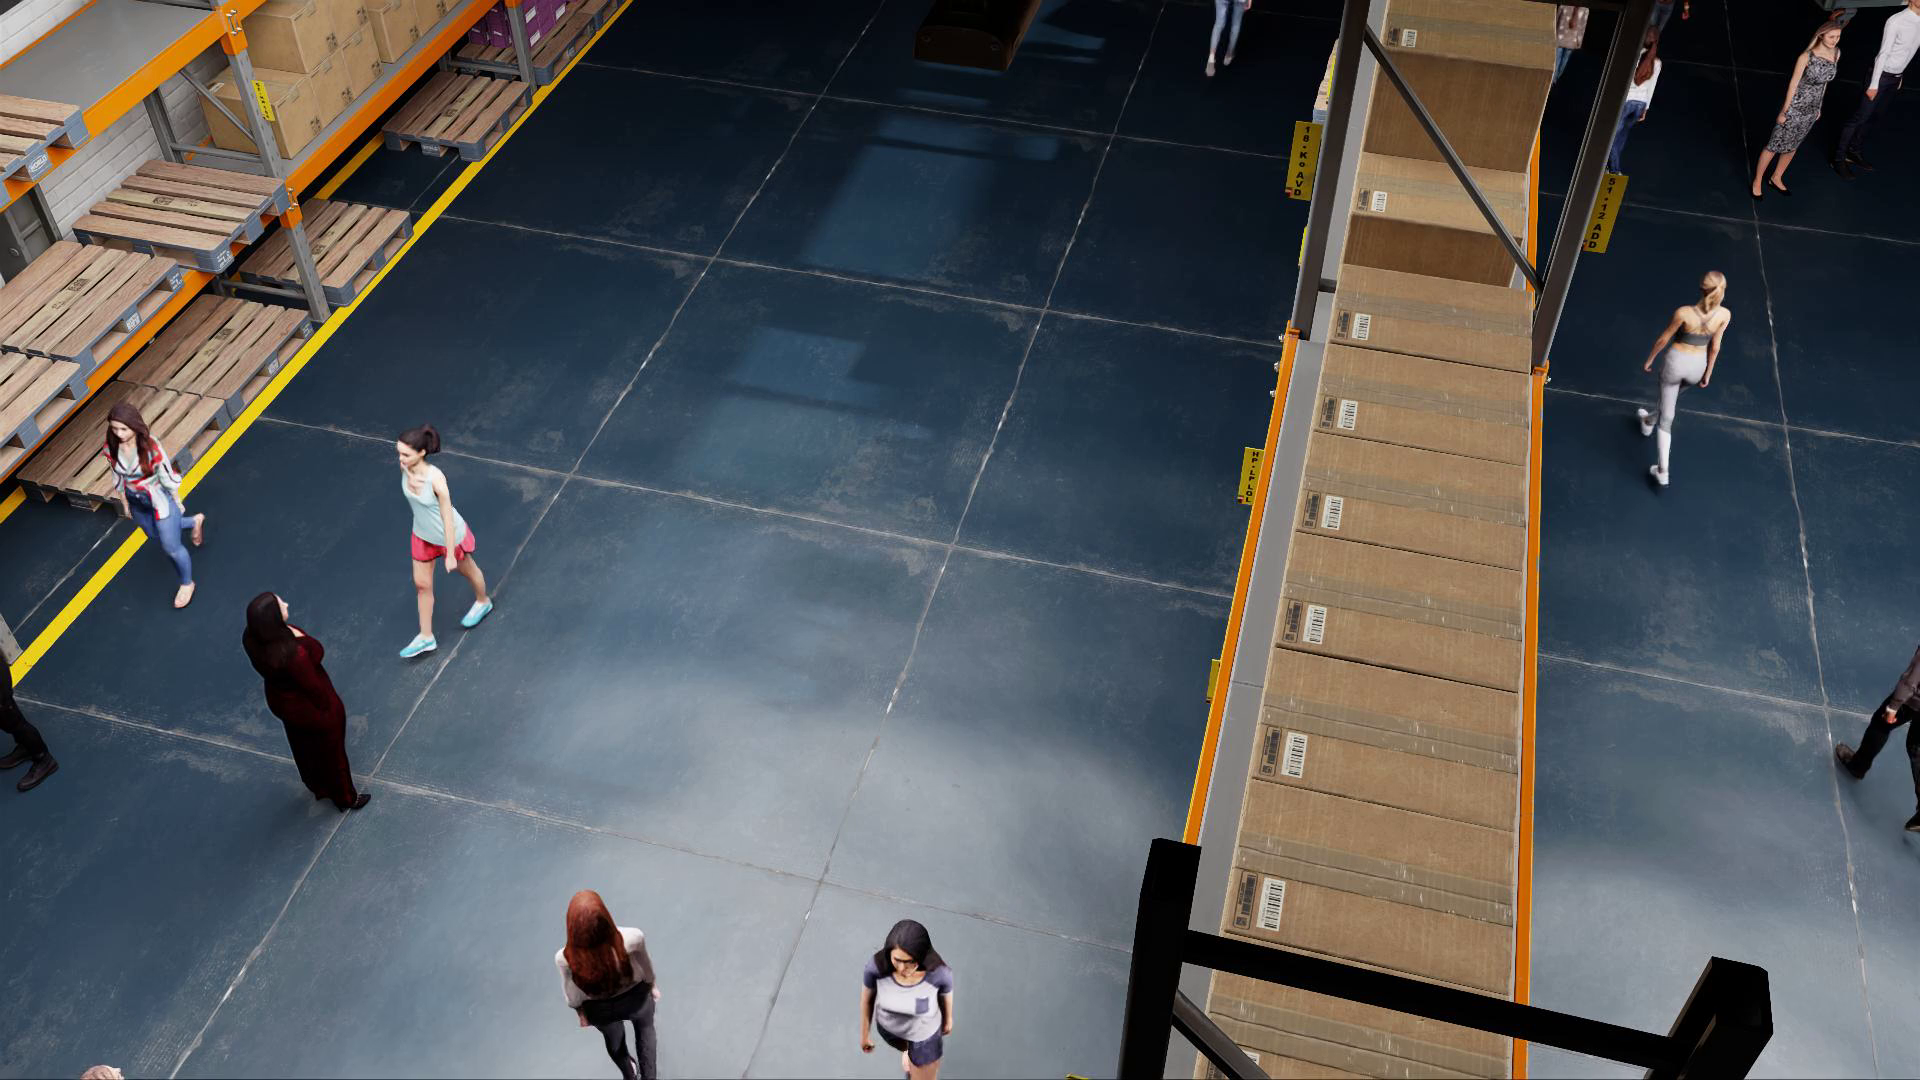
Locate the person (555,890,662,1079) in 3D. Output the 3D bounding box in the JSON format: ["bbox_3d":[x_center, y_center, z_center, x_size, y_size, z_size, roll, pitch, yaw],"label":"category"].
[{"bbox_3d":[-1.703,2.386,8.313,0.834,1.746,0.936,-12,45,-12],"label":"person"}]

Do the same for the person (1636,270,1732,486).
[{"bbox_3d":[5.258,-1.166,12.104,0.728,1.660,1.180,3,44,4],"label":"person"}]

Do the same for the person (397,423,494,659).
[{"bbox_3d":[-3.339,-0.073,10.895,0.793,1.745,1.056,23,48,22],"label":"person"}]

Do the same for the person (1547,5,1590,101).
[{"bbox_3d":[5.964,-4.912,16.387,0.503,1.175,0.837,9,44,9],"label":"person"}]

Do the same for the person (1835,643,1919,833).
[{"bbox_3d":[5.720,1.010,9.760,0.873,1.742,1.129,0,44,0],"label":"person"}]

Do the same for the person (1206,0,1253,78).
[{"bbox_3d":[2.687,-5.411,16.545,0.672,1.680,1.022,15,46,15],"label":"person"}]

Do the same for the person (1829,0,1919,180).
[{"bbox_3d":[8.442,-4.252,15.192,0.718,1.868,0.783,-23,48,-23],"label":"person"}]

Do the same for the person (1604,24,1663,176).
[{"bbox_3d":[6.065,-3.869,15.035,0.667,1.530,1.047,2,44,2],"label":"person"}]

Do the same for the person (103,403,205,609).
[{"bbox_3d":[-5.420,-0.319,11.262,0.643,1.595,0.927,7,44,8],"label":"person"}]

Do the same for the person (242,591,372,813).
[{"bbox_3d":[-3.881,0.957,9.805,0.747,1.757,0.727,25,49,24],"label":"person"}]

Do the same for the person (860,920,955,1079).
[{"bbox_3d":[-0.245,2.374,8.388,0.646,1.660,1.095,8,44,8],"label":"person"}]

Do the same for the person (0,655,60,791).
[{"bbox_3d":[-5.872,0.831,9.987,0.679,1.688,0.697,34,53,30],"label":"person"}]

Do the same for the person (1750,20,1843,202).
[{"bbox_3d":[7.524,-3.866,14.907,0.646,1.703,0.650,-11,45,-11],"label":"person"}]
